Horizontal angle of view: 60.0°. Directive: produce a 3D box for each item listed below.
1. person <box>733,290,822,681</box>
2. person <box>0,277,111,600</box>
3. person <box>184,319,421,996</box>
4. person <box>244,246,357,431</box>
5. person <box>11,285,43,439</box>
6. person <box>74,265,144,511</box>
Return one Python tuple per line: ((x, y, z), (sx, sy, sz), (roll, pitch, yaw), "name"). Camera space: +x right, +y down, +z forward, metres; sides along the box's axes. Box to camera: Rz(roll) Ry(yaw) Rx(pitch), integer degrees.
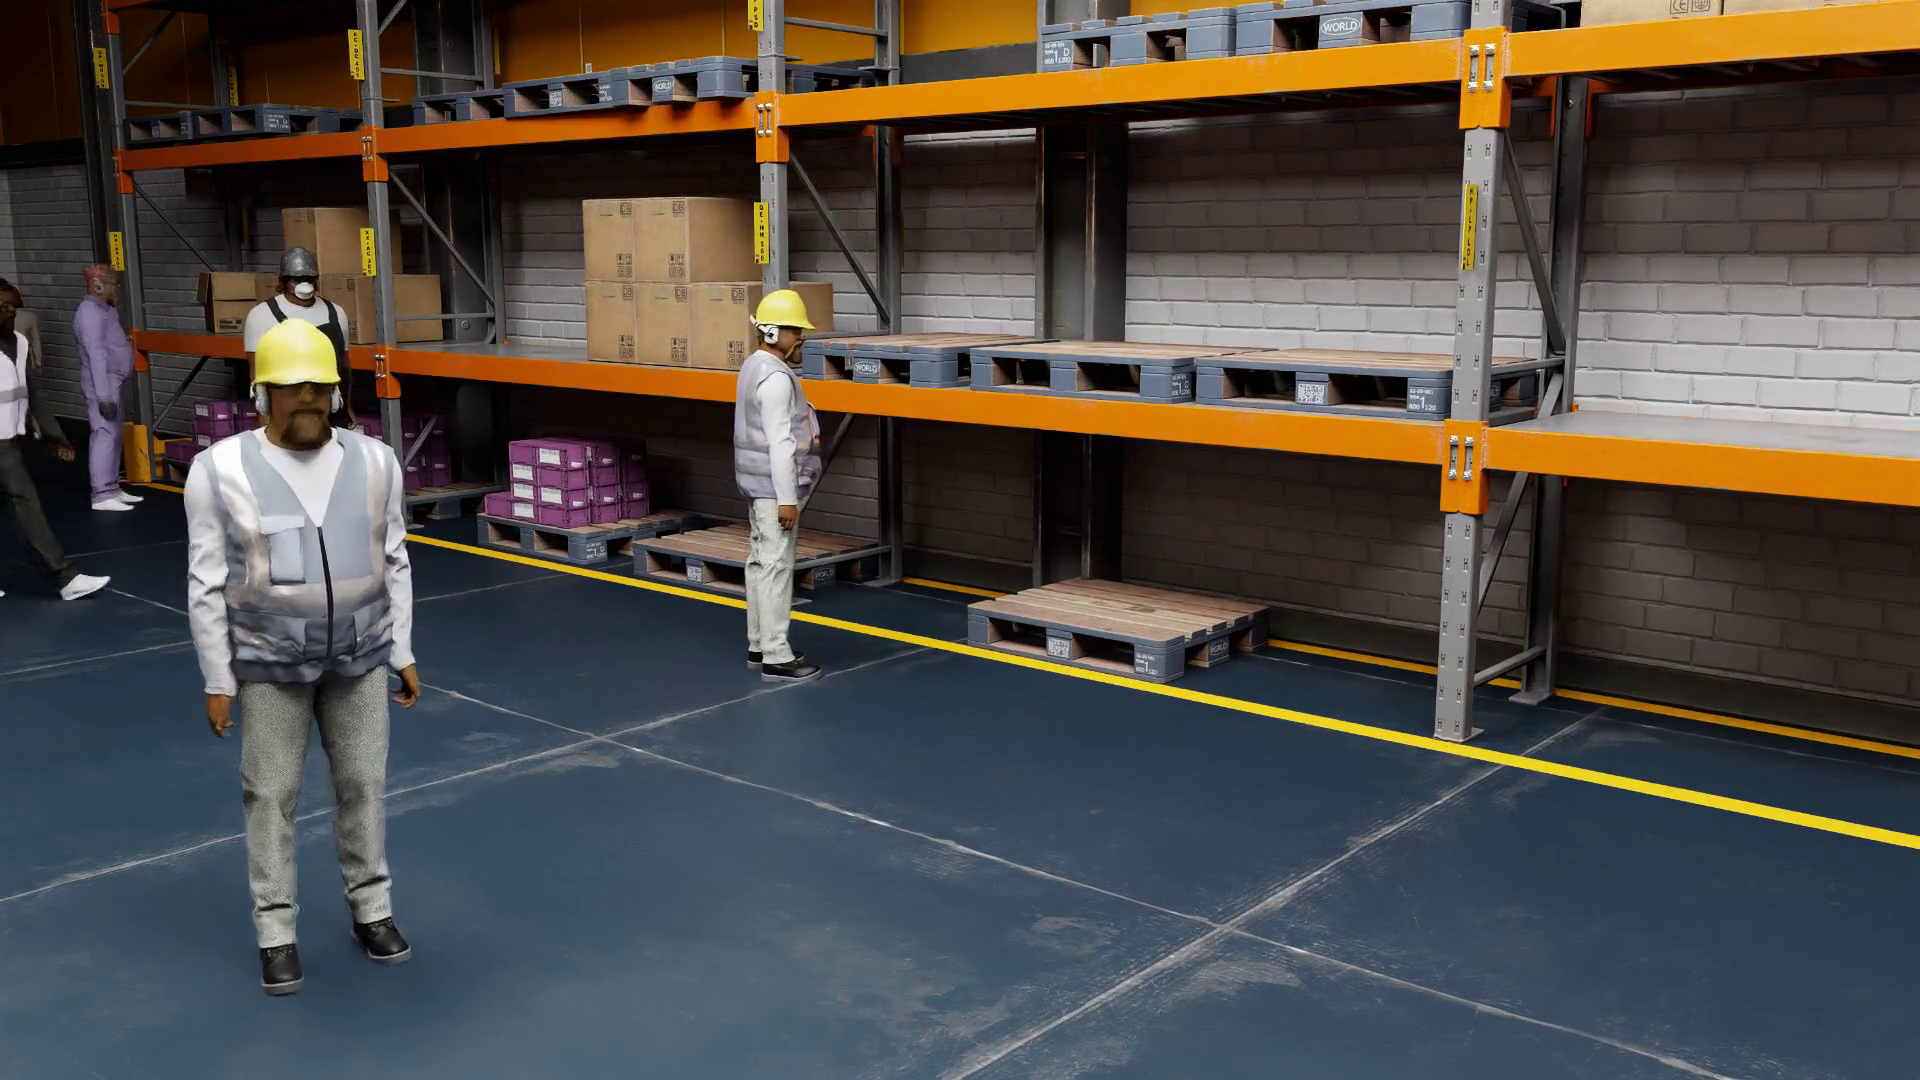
((-0.853, -0.255, 7.839), (0.403, 1.826, 0.594), (-3, 10, -17), "person")
((-5.430, -0.571, 9.526), (0.994, 1.865, 0.614), (0, 10, -2), "person")
((-1.791, 0.316, 4.584), (0.611, 1.830, 0.404), (-7, 12, -36), "person")
((-4.248, -0.893, 10.866), (0.536, 2.000, 0.688), (10, 14, 44), "person")
((-9.949, -1.862, 17.532), (0.507, 1.636, 0.275), (-9, 13, -41), "person")
((-6.607, -1.174, 12.924), (0.394, 1.896, 0.707), (-4, 11, -22), "person")
